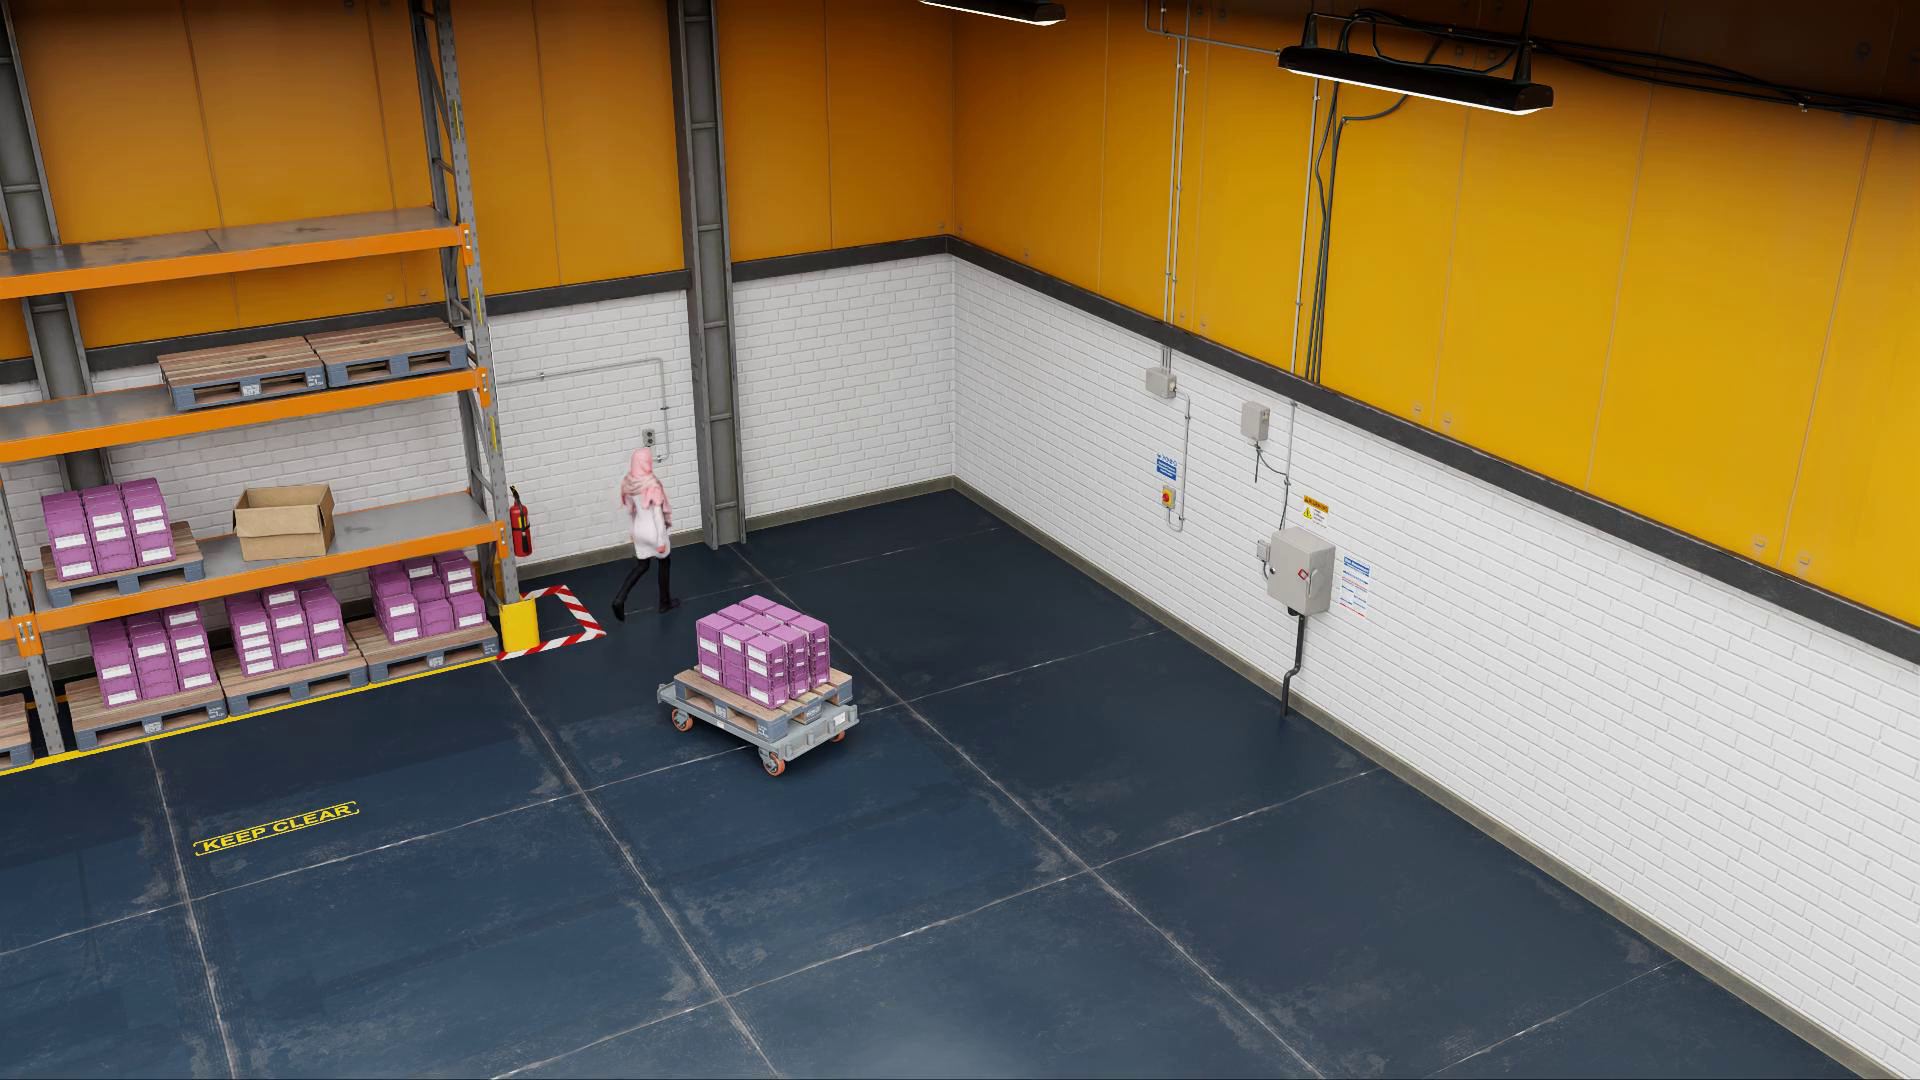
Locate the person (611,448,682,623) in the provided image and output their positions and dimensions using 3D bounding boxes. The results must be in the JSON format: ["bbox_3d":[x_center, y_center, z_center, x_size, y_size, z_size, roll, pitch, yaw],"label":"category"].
[{"bbox_3d":[-3.095,-0.013,16.199,0.937,1.780,1.173,16,28,32],"label":"person"}]
